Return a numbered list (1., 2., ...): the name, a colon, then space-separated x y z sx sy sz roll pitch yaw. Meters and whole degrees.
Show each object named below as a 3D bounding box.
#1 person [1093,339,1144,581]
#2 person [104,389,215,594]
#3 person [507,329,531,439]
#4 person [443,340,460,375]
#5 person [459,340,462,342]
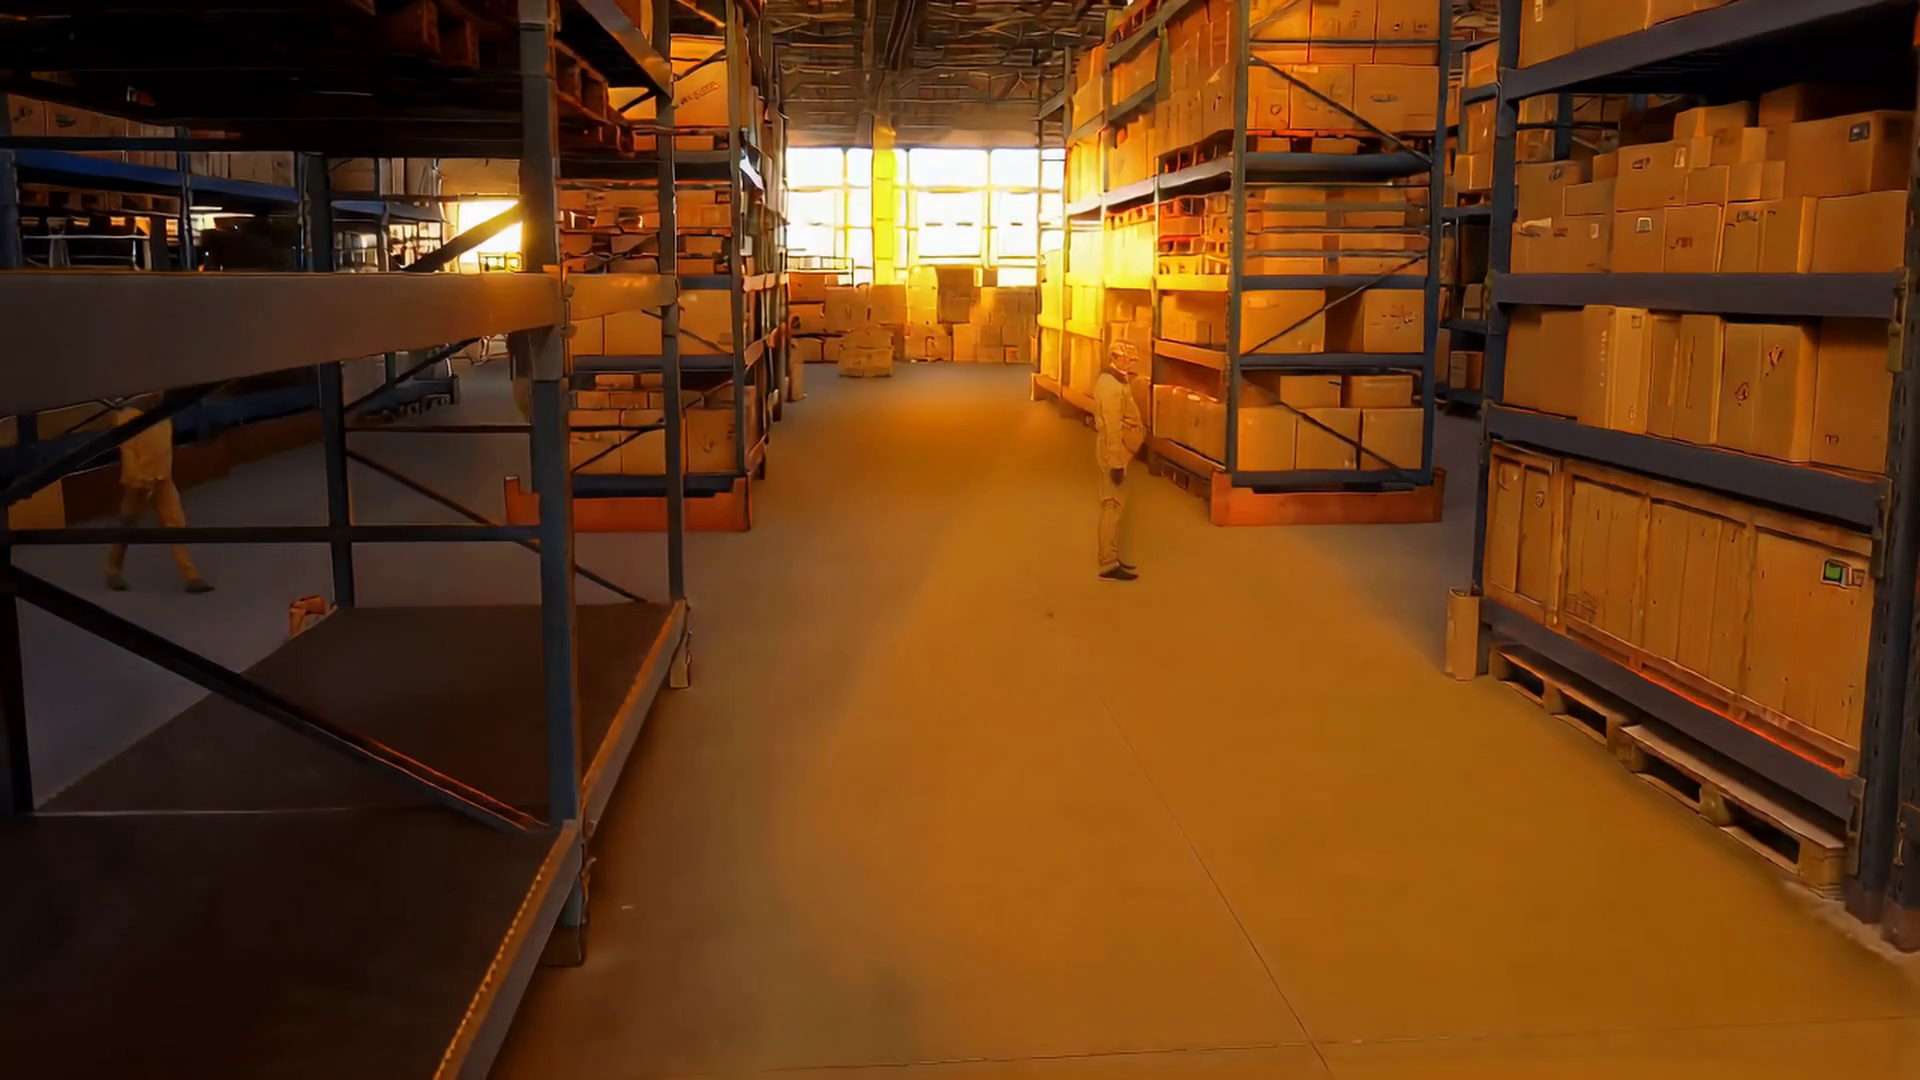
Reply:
1. person: 1.253 -0.633 13.177 0.408 1.903 0.638 1 9 4
2. person: -6.130 -0.440 12.544 0.947 1.718 0.521 4 10 24
3. person: -6.375 -2.482 24.524 0.630 1.977 0.470 1 9 5
4. person: -12.364 -4.977 40.253 0.604 1.963 0.367 2 9 15
5. person: -17.961 -8.131 60.149 0.439 1.929 0.639 1 9 5
